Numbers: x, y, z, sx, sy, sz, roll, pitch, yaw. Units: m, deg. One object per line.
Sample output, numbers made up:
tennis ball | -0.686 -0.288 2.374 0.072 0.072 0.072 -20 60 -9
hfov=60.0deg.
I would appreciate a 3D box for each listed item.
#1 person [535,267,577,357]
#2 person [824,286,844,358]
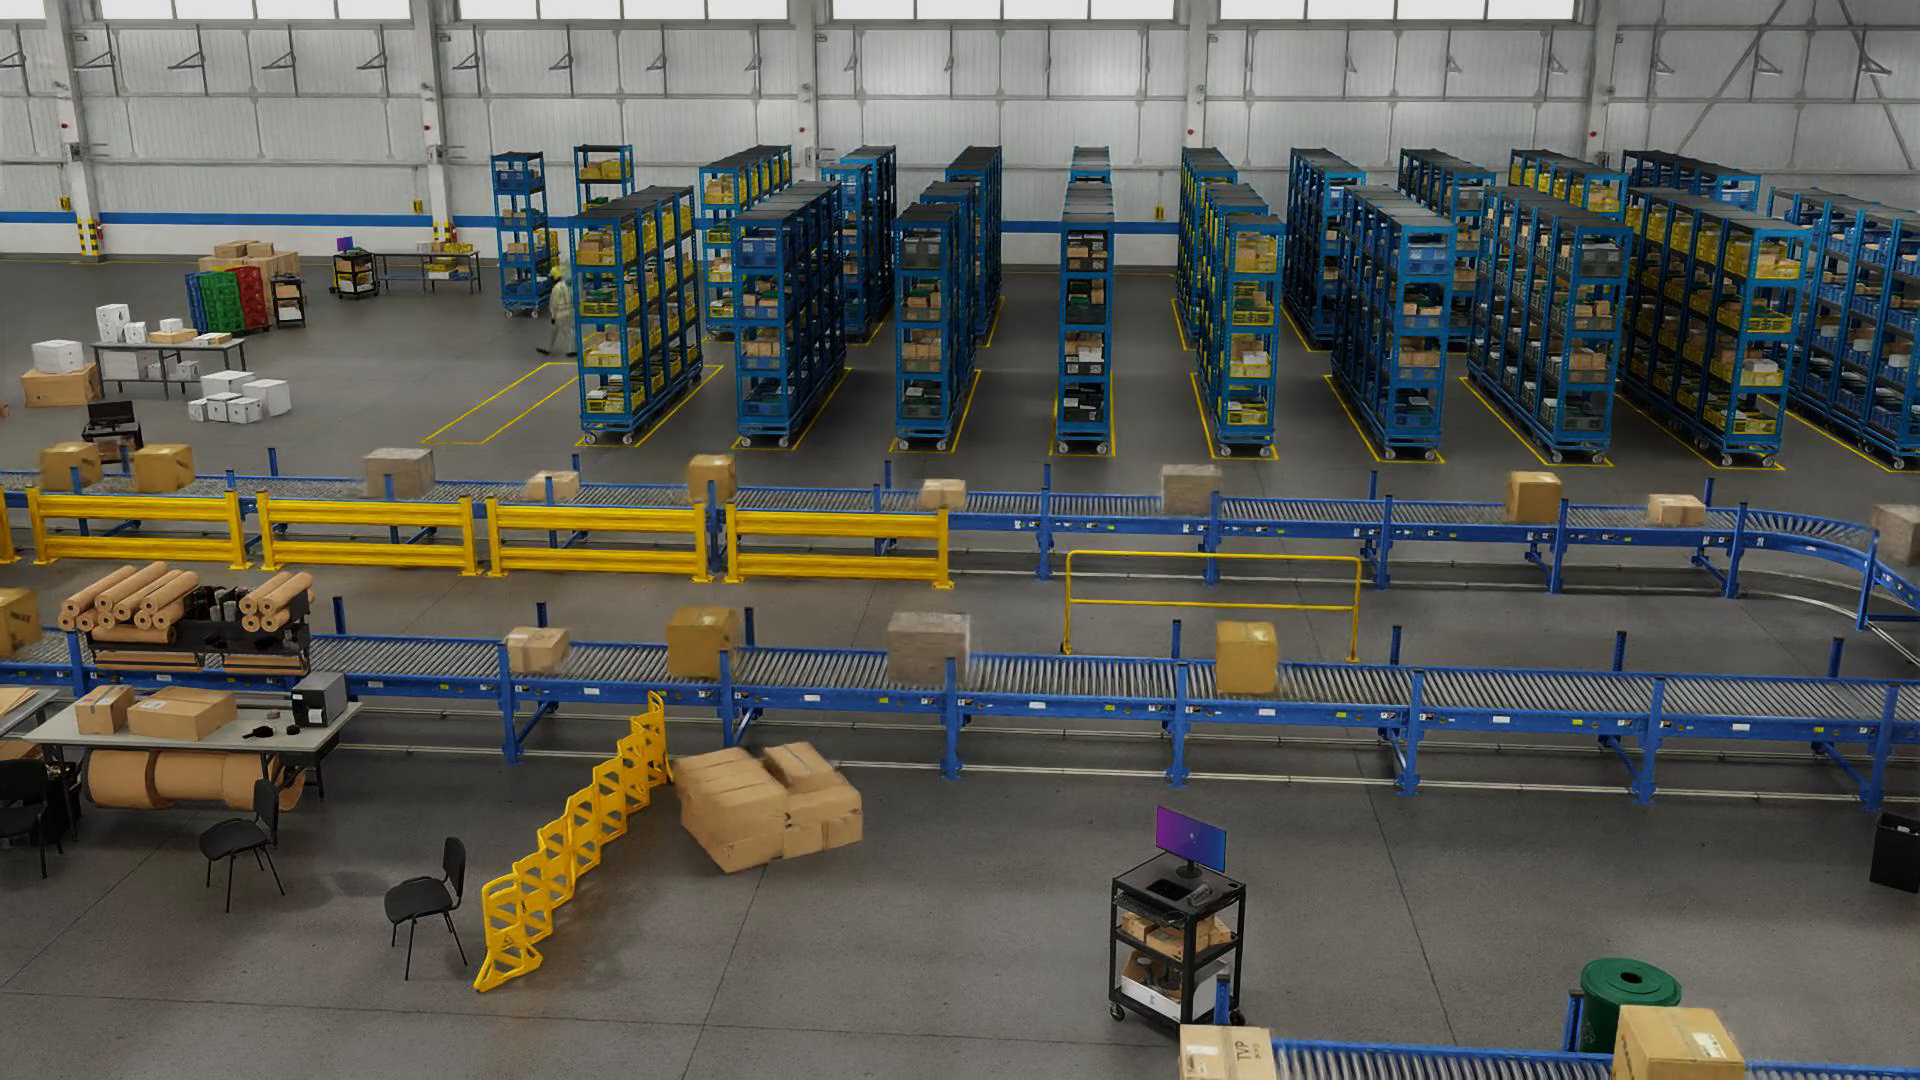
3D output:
person | -7.992 -4.492 32.891 0.914 1.781 0.617 -2 18 -5
person | -2.727 -4.449 32.582 0.997 1.879 0.635 4 18 14
